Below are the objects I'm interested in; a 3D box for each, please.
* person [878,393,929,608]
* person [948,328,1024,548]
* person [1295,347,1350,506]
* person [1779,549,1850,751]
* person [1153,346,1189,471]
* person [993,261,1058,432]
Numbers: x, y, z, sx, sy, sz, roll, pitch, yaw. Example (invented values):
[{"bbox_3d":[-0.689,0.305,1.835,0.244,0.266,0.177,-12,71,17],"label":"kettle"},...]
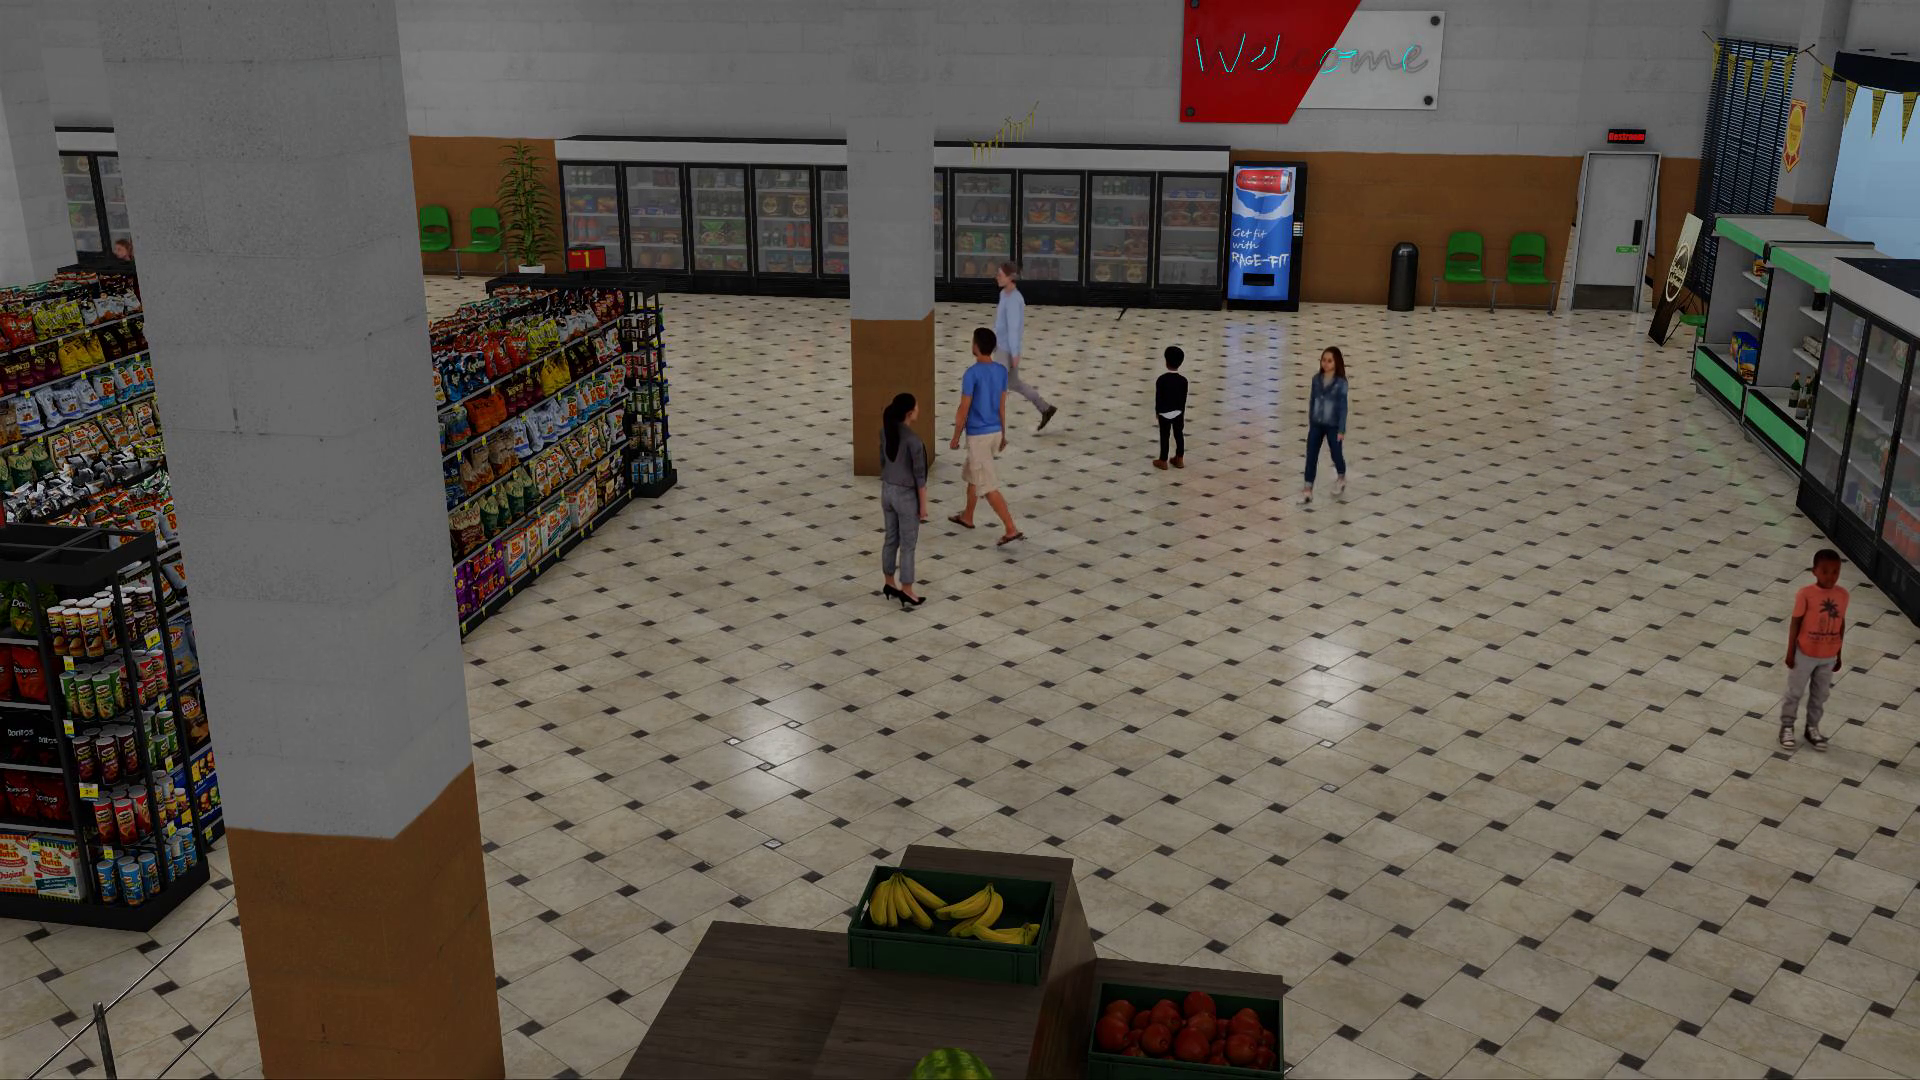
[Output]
[{"bbox_3d":[-0.457,-0.307,12.785,0.751,1.675,0.719,-17,25,-42],"label":"person"},{"bbox_3d":[0.253,-0.851,14.143,1.128,1.837,1.238,16,24,39],"label":"person"},{"bbox_3d":[3.445,-1.059,15.373,0.888,1.446,1.077,15,24,38],"label":"person"},{"bbox_3d":[5.368,0.673,10.451,0.483,1.309,0.478,2,19,7],"label":"person"},{"bbox_3d":[2.096,-1.310,16.468,0.572,1.222,0.600,-7,20,-20],"label":"person"},{"bbox_3d":[0.599,-1.984,17.465,0.855,1.863,1.148,0,19,-1],"label":"person"}]
